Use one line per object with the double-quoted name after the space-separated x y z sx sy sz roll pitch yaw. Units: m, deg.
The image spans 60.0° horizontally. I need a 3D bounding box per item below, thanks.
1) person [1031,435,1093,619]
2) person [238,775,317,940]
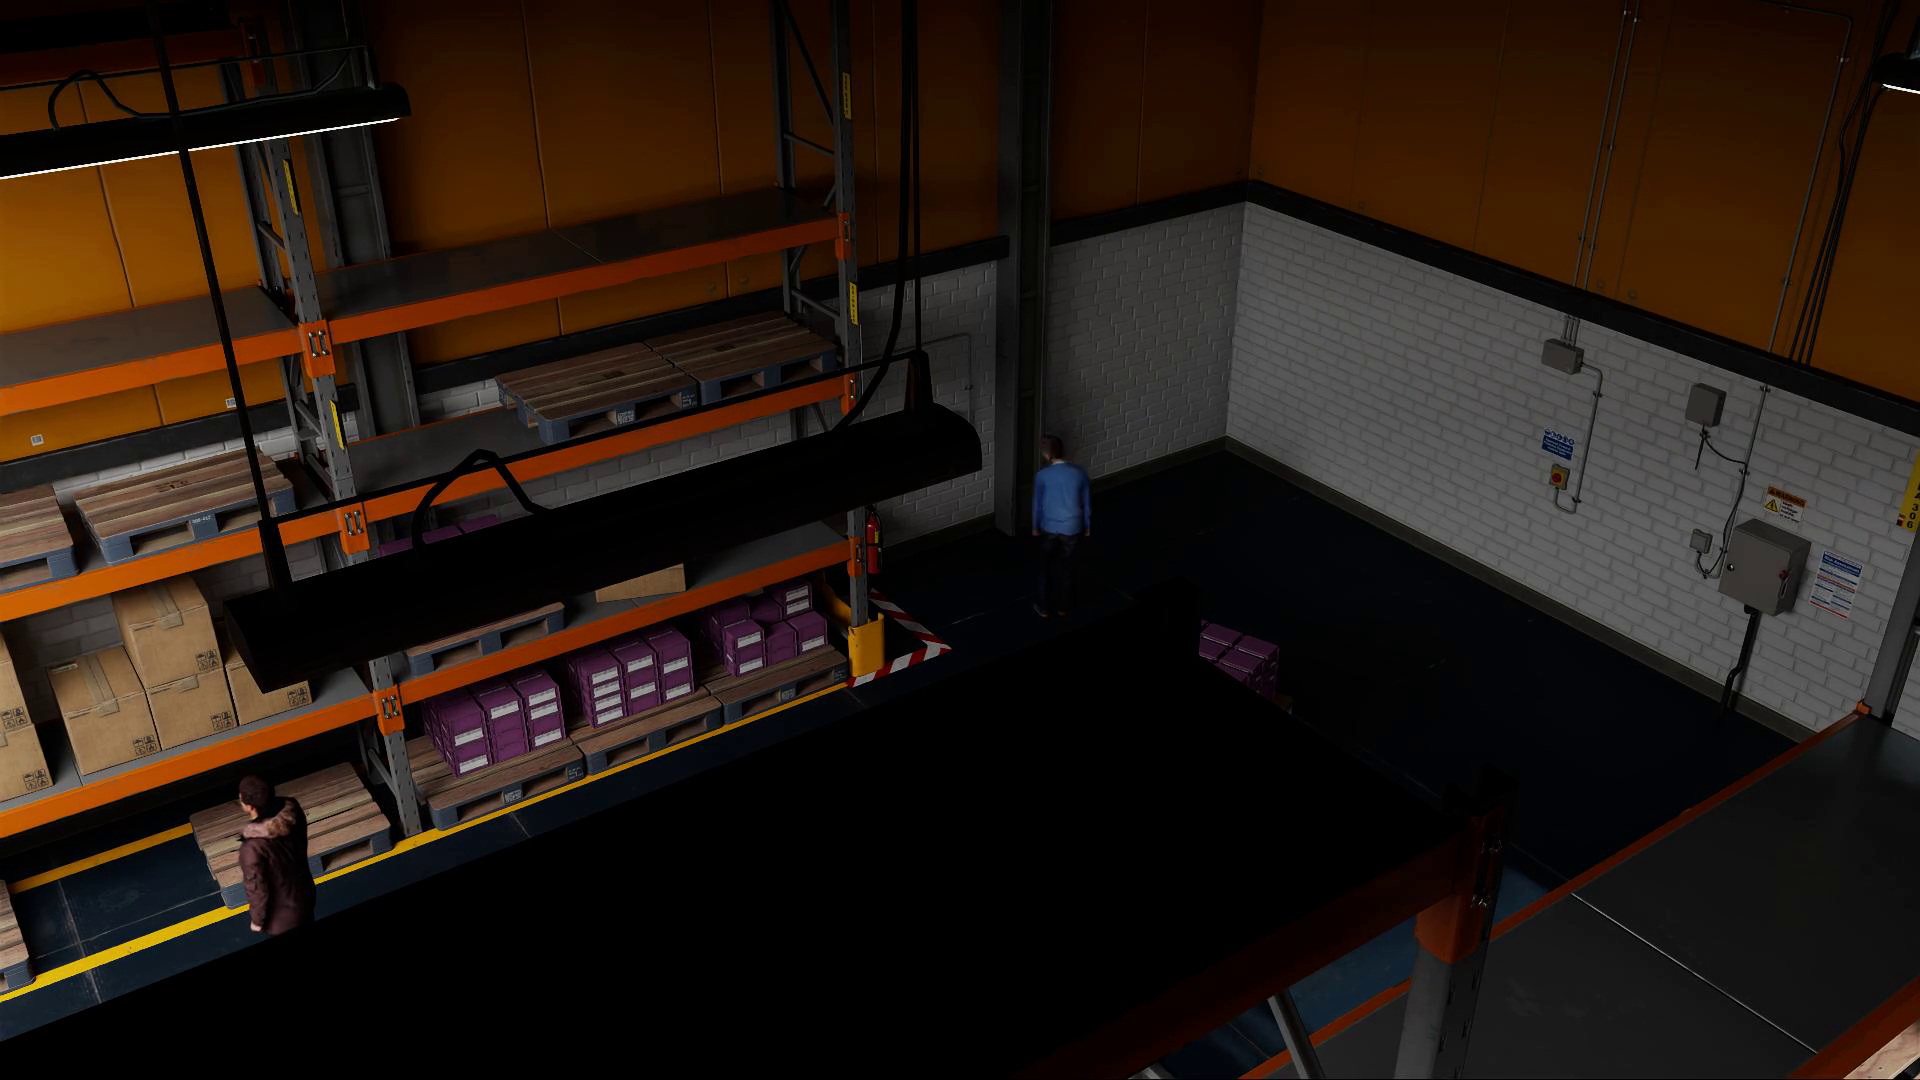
0.925 -0.130 15.002 0.788 1.789 0.848 12 31 21 "person"
-4.289 2.259 10.561 0.922 1.848 0.870 4 29 7 "person"
